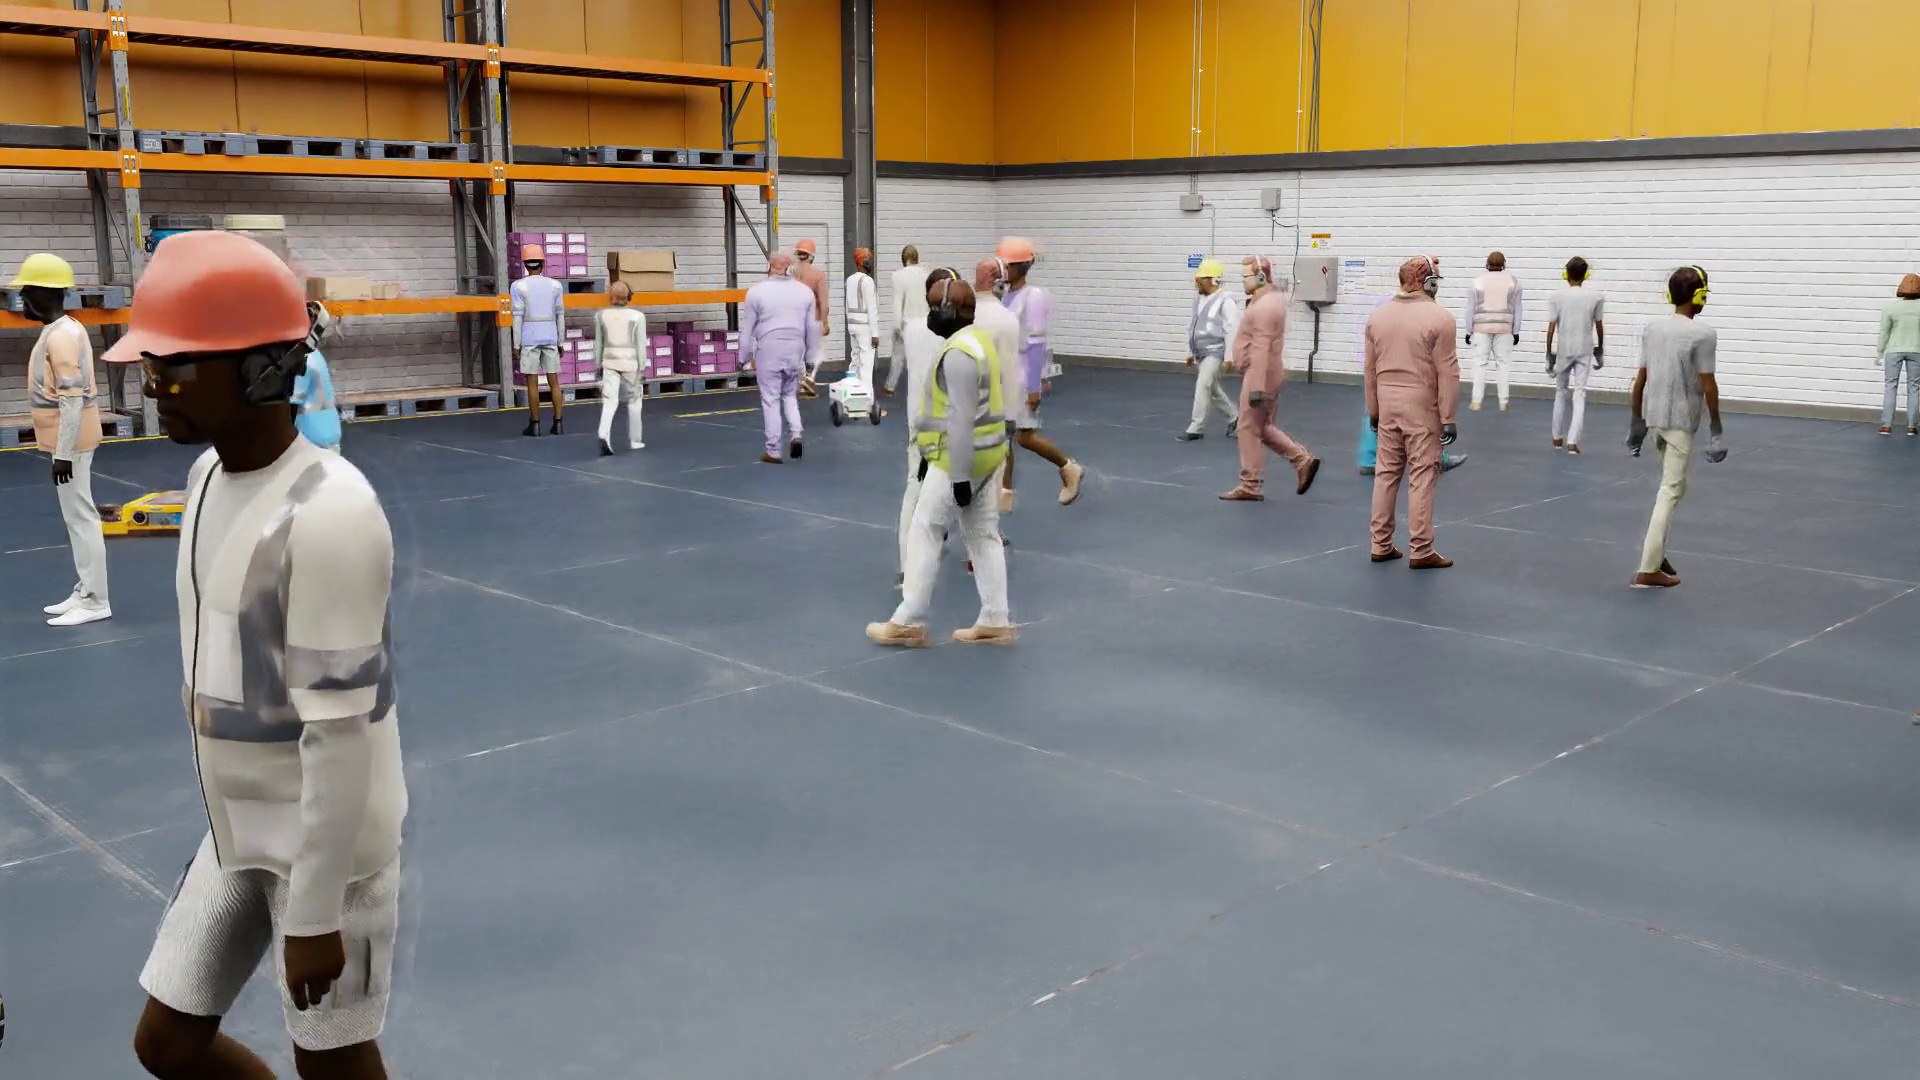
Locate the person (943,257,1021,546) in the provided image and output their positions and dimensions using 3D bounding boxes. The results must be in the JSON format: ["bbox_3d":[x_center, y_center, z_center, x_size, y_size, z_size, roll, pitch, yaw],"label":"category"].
[{"bbox_3d":[0.108,-0.856,10.637,0.663,1.884,0.523,9,13,39],"label":"person"}]

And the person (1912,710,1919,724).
[{"bbox_3d":[4.326,-0.168,6.795,0.663,1.921,0.643,-3,11,-16],"label":"person"}]

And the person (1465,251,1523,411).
[{"bbox_3d":[6.168,-2.415,19.265,0.633,1.839,0.429,2,11,11],"label":"person"}]

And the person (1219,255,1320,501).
[{"bbox_3d":[2.373,-1.218,12.648,0.664,1.878,0.689,3,11,15],"label":"person"}]

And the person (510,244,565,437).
[{"bbox_3d":[-4.270,-2.013,16.807,0.550,1.933,0.371,-7,12,-34],"label":"person"}]

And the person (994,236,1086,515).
[{"bbox_3d":[0.500,-1.166,11.975,0.780,2.023,0.627,-5,11,-24],"label":"person"}]

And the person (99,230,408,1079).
[{"bbox_3d":[-1.172,0.503,2.834,0.470,2.024,0.631,-10,14,-43],"label":"person"}]

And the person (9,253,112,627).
[{"bbox_3d":[-4.670,-0.518,8.673,0.358,1.930,0.585,-6,12,-28],"label":"person"}]

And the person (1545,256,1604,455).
[{"bbox_3d":[5.732,-1.723,15.520,0.526,1.845,0.760,4,11,23],"label":"person"}]

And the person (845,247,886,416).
[{"bbox_3d":[-1.077,-2.329,18.672,0.356,1.884,0.574,-7,12,-32],"label":"person"}]

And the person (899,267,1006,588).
[{"bbox_3d":[-0.094,-0.663,9.726,0.543,1.828,0.902,8,13,36],"label":"person"}]

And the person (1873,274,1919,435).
[{"bbox_3d":[9.597,-1.881,16.918,0.525,1.631,0.309,4,11,19],"label":"person"}]

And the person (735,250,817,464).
[{"bbox_3d":[-1.633,-1.625,14.811,0.678,1.883,0.419,-6,12,-31],"label":"person"}]

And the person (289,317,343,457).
[{"bbox_3d":[-3.860,-0.578,9.764,0.858,1.644,0.540,-3,11,-15],"label":"person"}]

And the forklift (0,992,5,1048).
[{"bbox_3d":[-3.245,0.323,3.363,2.313,2.155,1.214,2,11,13],"label":"forklift"}]

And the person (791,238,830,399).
[{"bbox_3d":[-1.882,-2.717,20.511,0.639,1.982,0.437,5,12,26],"label":"person"}]

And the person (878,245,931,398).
[{"bbox_3d":[-0.652,-2.664,20.471,0.648,1.887,0.993,-8,13,-36],"label":"person"}]

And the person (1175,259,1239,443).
[{"bbox_3d":[2.503,-1.867,16.396,0.858,1.802,0.602,-5,12,-27],"label":"person"}]

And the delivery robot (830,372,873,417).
[{"bbox_3d":[-1.171,-1.568,17.892,0.477,0.478,0.707,-3,11,-17],"label":"delivery robot"}]

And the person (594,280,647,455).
[{"bbox_3d":[-3.166,-1.602,15.447,0.521,1.609,0.775,1,10,8],"label":"person"}]

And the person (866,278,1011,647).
[{"bbox_3d":[-0.111,-0.371,8.203,0.819,1.807,0.631,2,11,13],"label":"person"}]

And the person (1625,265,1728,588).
[{"bbox_3d":[4.153,-0.636,9.546,0.589,1.850,0.513,-3,11,-18],"label":"person"}]

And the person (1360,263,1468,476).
[{"bbox_3d":[3.810,-1.428,13.973,0.935,1.796,0.593,-2,11,-11],"label":"person"}]

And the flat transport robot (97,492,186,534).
[{"bbox_3d":[-5.108,-0.204,11.486,1.431,0.197,0.652,-1,10,-6],"label":"flat transport robot"}]

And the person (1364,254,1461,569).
[{"bbox_3d":[2.781,-0.781,10.170,0.403,1.906,0.651,-8,13,-37],"label":"person"}]
